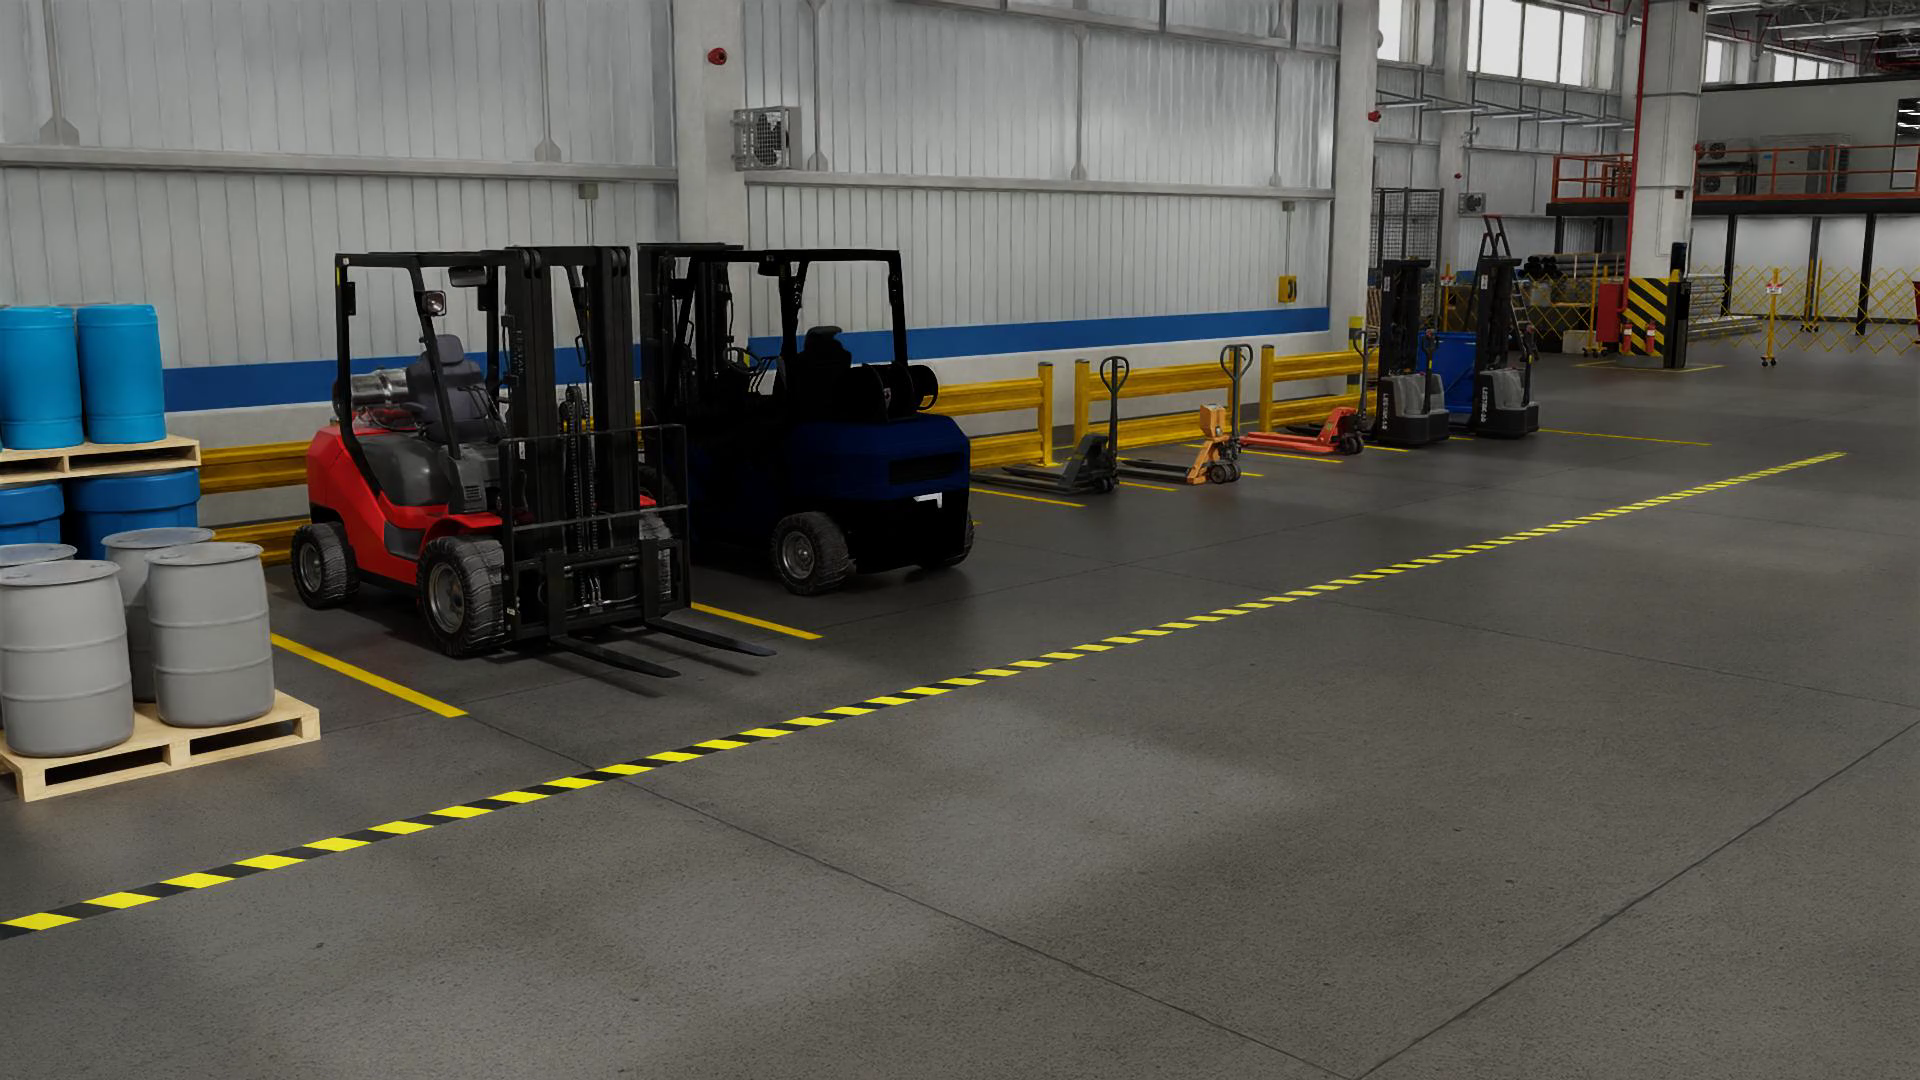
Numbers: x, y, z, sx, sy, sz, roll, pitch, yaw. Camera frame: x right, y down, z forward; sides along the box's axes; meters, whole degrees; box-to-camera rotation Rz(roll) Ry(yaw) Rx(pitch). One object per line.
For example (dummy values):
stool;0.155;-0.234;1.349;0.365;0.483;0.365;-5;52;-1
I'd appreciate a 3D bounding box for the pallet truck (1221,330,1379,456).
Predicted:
pallet truck;3.563;-1.581;17.381;0.653;1.274;1.630;-10;14;-44

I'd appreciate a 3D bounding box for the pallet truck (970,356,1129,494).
pallet truck;0.784;-1.085;14.876;0.680;1.201;1.601;-10;14;-44

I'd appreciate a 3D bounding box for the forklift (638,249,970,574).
forklift;-1.173;-0.958;11.239;2.680;1.987;1.157;10;14;43

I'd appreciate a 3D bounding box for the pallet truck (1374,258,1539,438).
pallet truck;5.704;-2.208;18.901;1.885;1.965;0.823;10;14;43

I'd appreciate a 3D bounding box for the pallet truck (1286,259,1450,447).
pallet truck;4.493;-2.078;18.196;0.823;1.965;1.885;-9;14;-40

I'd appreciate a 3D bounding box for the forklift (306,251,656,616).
forklift;-2.833;-0.669;9.694;1.157;1.987;2.680;-10;14;-44

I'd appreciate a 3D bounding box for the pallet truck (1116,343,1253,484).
pallet truck;1.962;-1.215;15.415;1.522;1.261;0.704;10;14;43
